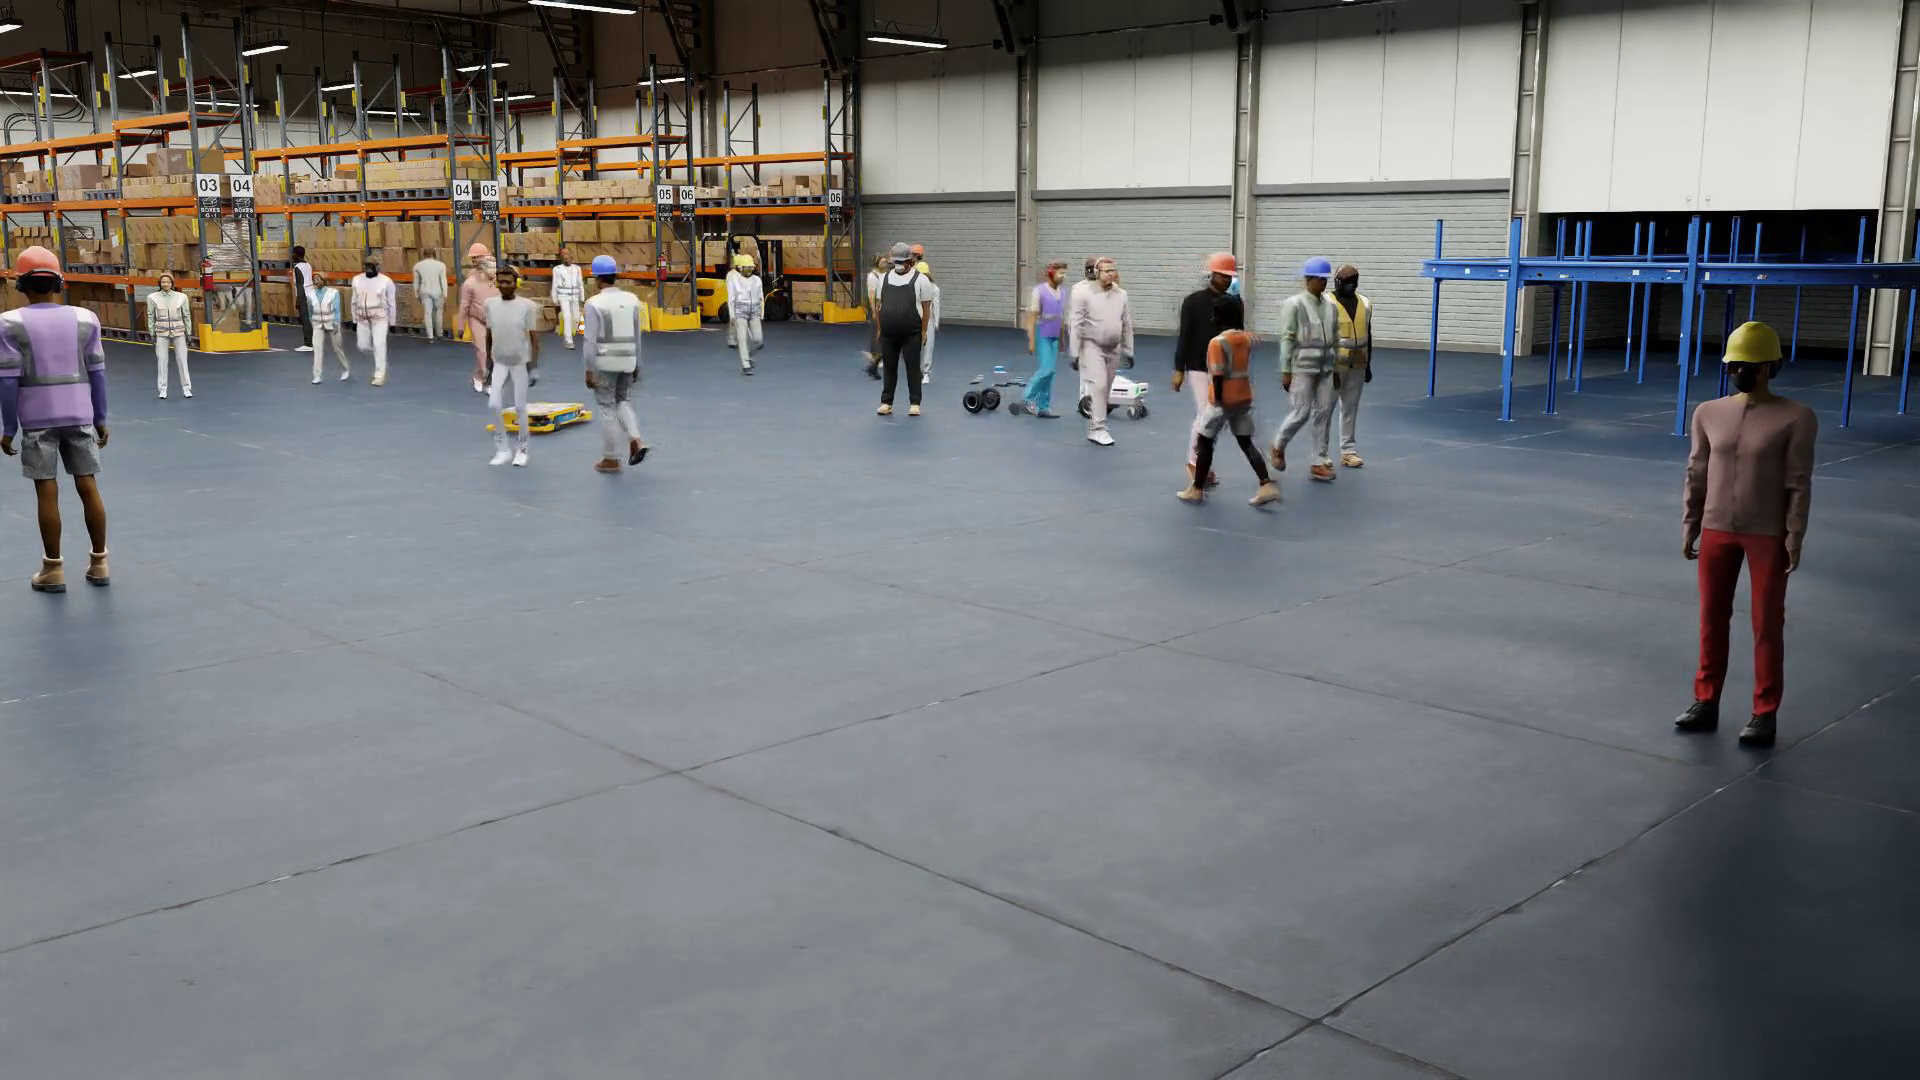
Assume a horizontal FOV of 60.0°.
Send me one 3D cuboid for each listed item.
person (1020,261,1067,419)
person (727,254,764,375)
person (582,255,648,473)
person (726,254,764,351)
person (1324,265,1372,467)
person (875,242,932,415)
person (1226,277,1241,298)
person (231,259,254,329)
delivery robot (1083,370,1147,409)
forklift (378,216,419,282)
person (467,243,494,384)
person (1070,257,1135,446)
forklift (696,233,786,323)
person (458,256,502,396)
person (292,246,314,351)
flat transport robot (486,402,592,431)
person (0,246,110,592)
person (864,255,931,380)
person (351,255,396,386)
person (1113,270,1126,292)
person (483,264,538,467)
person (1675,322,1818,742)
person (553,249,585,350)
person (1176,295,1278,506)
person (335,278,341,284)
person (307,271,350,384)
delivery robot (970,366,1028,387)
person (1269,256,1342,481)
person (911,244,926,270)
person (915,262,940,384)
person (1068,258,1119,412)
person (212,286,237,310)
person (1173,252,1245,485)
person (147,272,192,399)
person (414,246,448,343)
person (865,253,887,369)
[{"bbox_3d":[1.014,-2.324,19.305,0.457,1.819,0.572,7,13,34],"label":"person"},{"bbox_3d":[-3.260,-3.448,25.431,0.619,1.821,0.442,-6,12,-29],"label":"person"},{"bbox_3d":[-3.115,-1.567,14.861,0.427,1.934,0.627,8,13,36],"label":"person"},{"bbox_3d":[-3.954,-4.305,30.260,0.958,1.761,0.651,9,14,41],"label":"person"},{"bbox_3d":[3.504,-1.588,15.232,0.636,1.840,0.429,-3,11,-18],"label":"person"},{"bbox_3d":[-0.698,-2.481,19.671,0.678,2.000,0.537,3,11,14],"label":"person"},{"bbox_3d":[4.747,-4.185,29.877,0.534,1.663,0.837,6,12,28],"label":"person"},{"bbox_3d":[-16.205,-5.717,37.636,0.452,1.873,0.583,10,14,43],"label":"person"},{"bbox_3d":[1.814,-1.738,19.422,0.707,0.478,0.477,5,11,25],"label":"delivery robot"},{"bbox_3d":[-17.868,-9.201,54.028,1.873,2.768,1.129,-10,14,-44],"label":"forklift"},{"bbox_3d":[-6.791,-3.214,23.680,0.623,1.992,0.396,6,12,29],"label":"person"},{"bbox_3d":[1.502,-1.880,16.692,0.673,1.881,0.785,-6,12,-30],"label":"person"},{"bbox_3d":[-5.496,-6.489,41.108,2.313,2.155,1.214,-10,14,-44],"label":"forklift"},{"bbox_3d":[-6.422,-2.891,22.341,0.958,1.853,0.674,10,14,43],"label":"person"},{"bbox_3d":[-12.069,-4.444,30.594,0.390,1.919,0.591,-1,10,-6],"label":"person"},{"bbox_3d":[-4.663,-1.377,18.481,0.652,0.197,1.431,2,11,8],"label":"flat transport robot"},{"bbox_3d":[-5.432,-0.724,9.966,0.379,2.045,0.605,10,14,43],"label":"person"},{"bbox_3d":[-0.940,-3.295,24.427,0.992,1.892,0.533,-2,11,-10],"label":"person"},{"bbox_3d":[-8.315,-3.122,23.637,0.638,1.827,0.516,1,10,6],"label":"person"},{"bbox_3d":[2.210,-3.145,24.336,0.521,1.615,0.500,4,11,20],"label":"person"},{"bbox_3d":[-4.129,-1.577,15.175,0.550,1.838,0.645,1,10,4],"label":"person"},{"bbox_3d":[3.291,-0.035,6.998,0.337,1.757,0.518,-10,14,-42],"label":"person"},{"bbox_3d":[-7.332,-4.515,31.144,0.626,1.867,0.640,-9,13,-39],"label":"person"},{"bbox_3d":[2.130,-1.089,13.006,0.521,1.653,0.836,-10,14,-43],"label":"person"},{"bbox_3d":[-18.535,-7.760,49.558,0.835,1.589,0.520,-4,11,-20],"label":"person"},{"bbox_3d":[-9.144,-3.083,24.052,0.517,1.607,0.817,0,10,0],"label":"person"},{"bbox_3d":[0.469,-1.972,19.988,0.698,0.223,0.335,6,12,29],"label":"delivery robot"},{"bbox_3d":[3.031,-1.491,14.441,0.627,1.929,0.613,-6,12,-30],"label":"person"},{"bbox_3d":[-0.851,-4.975,33.470,0.554,1.917,0.581,-4,11,-19],"label":"person"},{"bbox_3d":[-0.529,-3.088,23.715,0.489,1.726,0.527,1,10,6],"label":"person"},{"bbox_3d":[1.611,-2.457,20.002,0.630,1.837,0.428,3,11,16],"label":"person"},{"bbox_3d":[-15.344,-5.167,34.755,0.560,1.838,0.768,-9,14,-40],"label":"person"},{"bbox_3d":[2.142,-1.436,14.051,0.638,1.969,0.501,-5,11,-25],"label":"person"},{"bbox_3d":[-10.296,-2.666,21.691,0.513,1.630,0.318,-5,11,-24],"label":"person"},{"bbox_3d":[-10.447,-4.843,32.875,0.654,1.884,1.039,-2,11,-10],"label":"person"},{"bbox_3d":[-1.312,-3.670,26.613,0.400,1.834,0.524,5,12,26],"label":"person"}]
